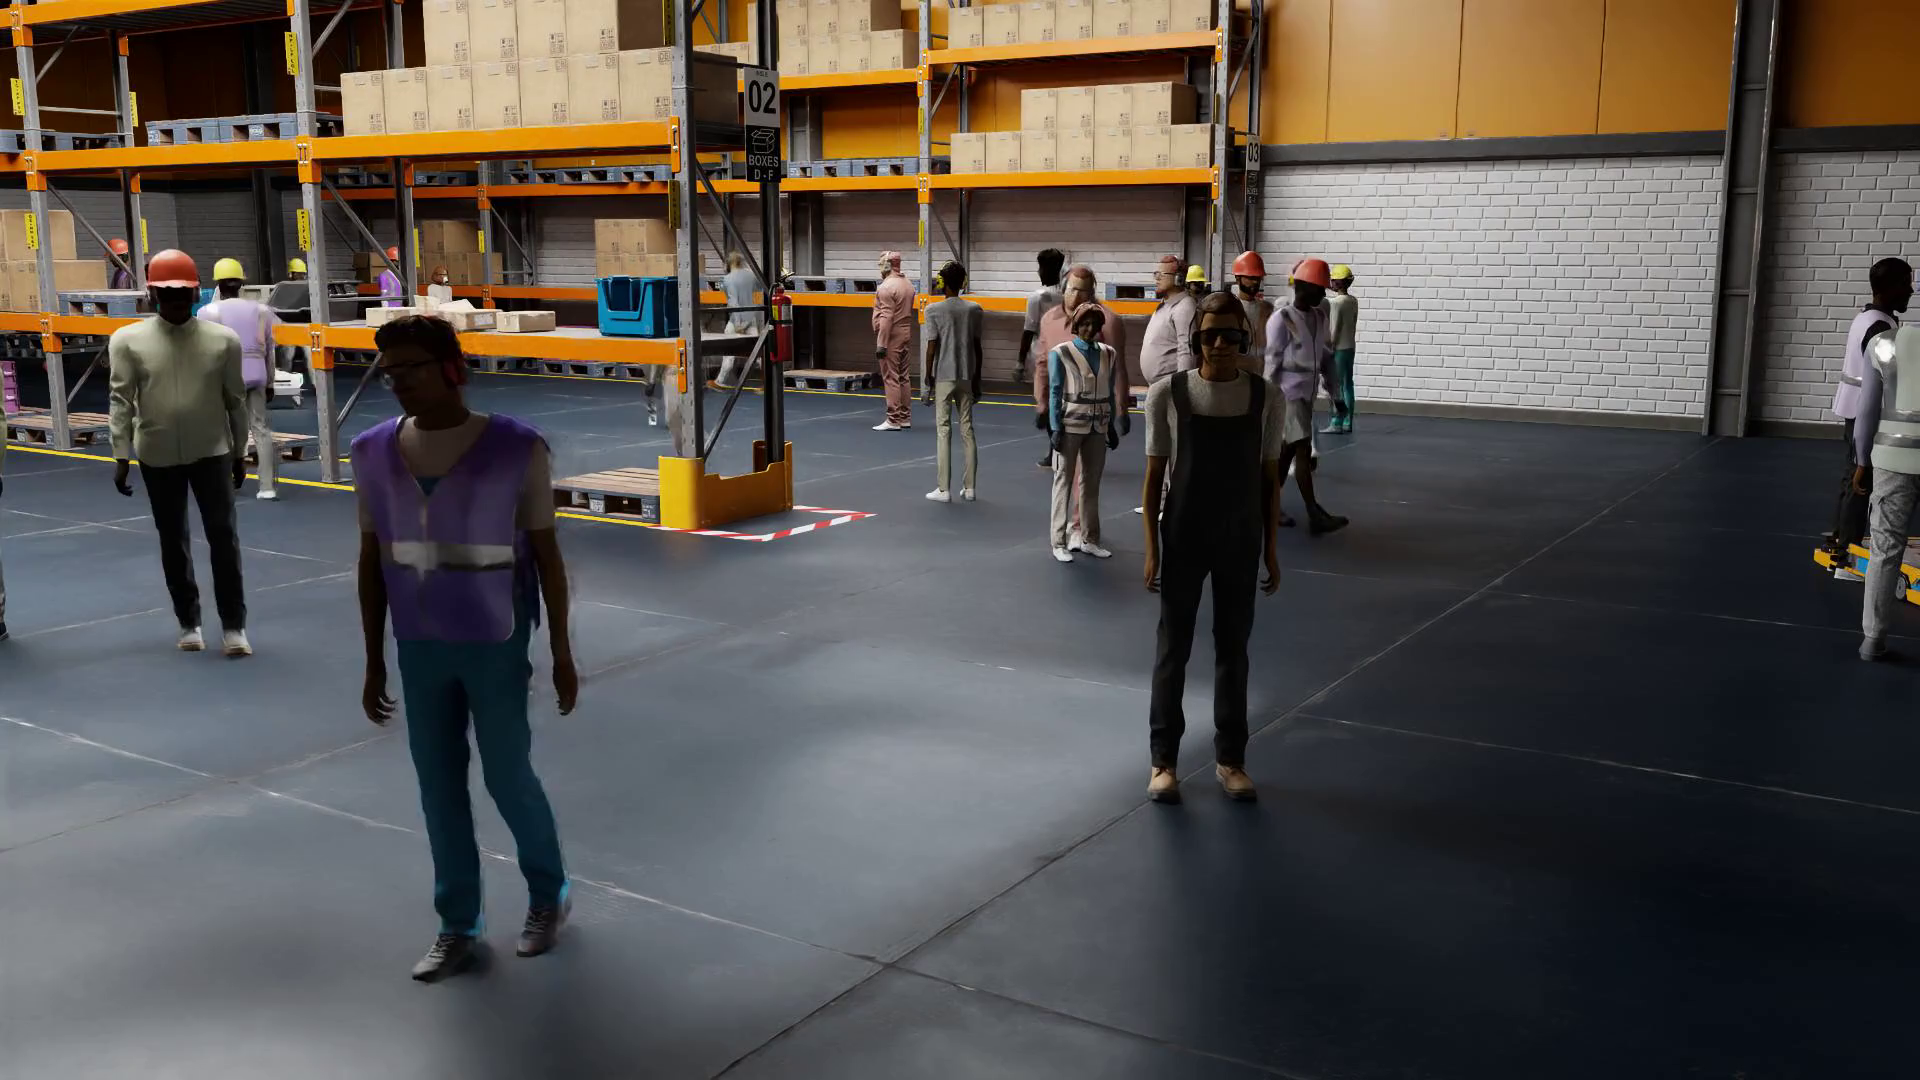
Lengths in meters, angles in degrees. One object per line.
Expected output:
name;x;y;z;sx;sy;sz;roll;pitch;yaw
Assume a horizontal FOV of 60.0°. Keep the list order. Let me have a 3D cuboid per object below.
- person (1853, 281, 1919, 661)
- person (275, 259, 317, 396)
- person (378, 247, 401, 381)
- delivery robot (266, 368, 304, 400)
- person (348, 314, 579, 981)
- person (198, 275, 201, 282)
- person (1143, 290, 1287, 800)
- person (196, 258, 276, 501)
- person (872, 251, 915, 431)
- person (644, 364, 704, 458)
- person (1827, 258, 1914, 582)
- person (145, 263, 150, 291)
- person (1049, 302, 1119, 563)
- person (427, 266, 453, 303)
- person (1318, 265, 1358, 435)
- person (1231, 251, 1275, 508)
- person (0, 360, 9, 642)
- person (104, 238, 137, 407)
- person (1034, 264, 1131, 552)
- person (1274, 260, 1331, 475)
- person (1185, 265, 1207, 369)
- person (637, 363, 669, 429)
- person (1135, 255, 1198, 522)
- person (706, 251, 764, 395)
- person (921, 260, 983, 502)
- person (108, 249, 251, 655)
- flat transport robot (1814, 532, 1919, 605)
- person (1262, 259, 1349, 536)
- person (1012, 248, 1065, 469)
person;4.585;-0.364;7.903;0.617;1.946;0.397;8;13;36
person;-8.646;-2.763;21.679;0.592;1.787;0.950;-9;13;-39
person;-8.104;-3.241;23.924;0.411;1.929;0.547;3;11;16
delivery robot;-8.235;-1.878;19.892;0.707;0.478;0.477;-5;11;-23
person;-1.360;0.300;4.623;0.650;1.828;0.448;2;10;9
person;-8.445;-2.125;18.359;0.317;1.696;0.538;-4;11;-19
person;0.913;0.030;6.008;0.505;1.846;0.347;0;10;-1
person;-5.684;-1.258;13.066;0.604;1.873;0.958;-9;13;-40
person;-0.732;-2.113;17.714;0.405;1.904;0.653;4;11;22
person;-2.417;-1.311;14.075;0.511;1.619;0.512;4;11;21
person;5.421;-0.714;9.927;0.376;1.917;0.600;4;11;21
person;-11.473;-3.099;23.754;0.316;1.695;0.542;2;11;13
person;0.777;-0.684;10.539;0.512;1.638;0.312;-6;12;-31
person;-7.801;-3.292;25.024;0.277;1.629;0.497;5;11;27
person;3.963;-1.985;17.391;0.312;1.768;0.529;9;13;39
person;2.142;-1.189;12.502;0.545;1.939;0.354;-5;11;-26
person;-5.036;-0.372;8.254;0.596;1.837;0.404;1;10;5
person;-10.123;-2.628;20.200;0.607;2.040;0.378;8;13;38
person;0.785;-0.883;11.047;0.693;1.862;0.674;10;14;43
person;2.924;-1.482;14.380;0.542;1.849;0.422;-1;10;-7
person;2.321;-1.862;16.709;0.523;1.769;0.317;-10;14;-43
person;-3.256;-1.991;17.928;0.504;1.587;0.869;-3;11;-16
person;1.501;-1.091;12.035;0.409;1.913;0.650;-2;10;-10
person;-2.878;-2.846;21.876;1.076;1.872;0.651;5;11;27
person;-0.061;-1.227;12.904;0.512;1.872;0.328;-5;11;-26
person;-3.749;-0.397;8.029;0.627;1.972;0.728;-5;11;-26
flat transport robot;5.600;0.166;9.613;0.652;0.197;1.431;0;10;3
person;2.433;-0.978;11.502;0.538;1.884;0.926;-9;14;-42
person;0.762;-1.592;14.697;0.505;1.947;0.619;9;14;41
